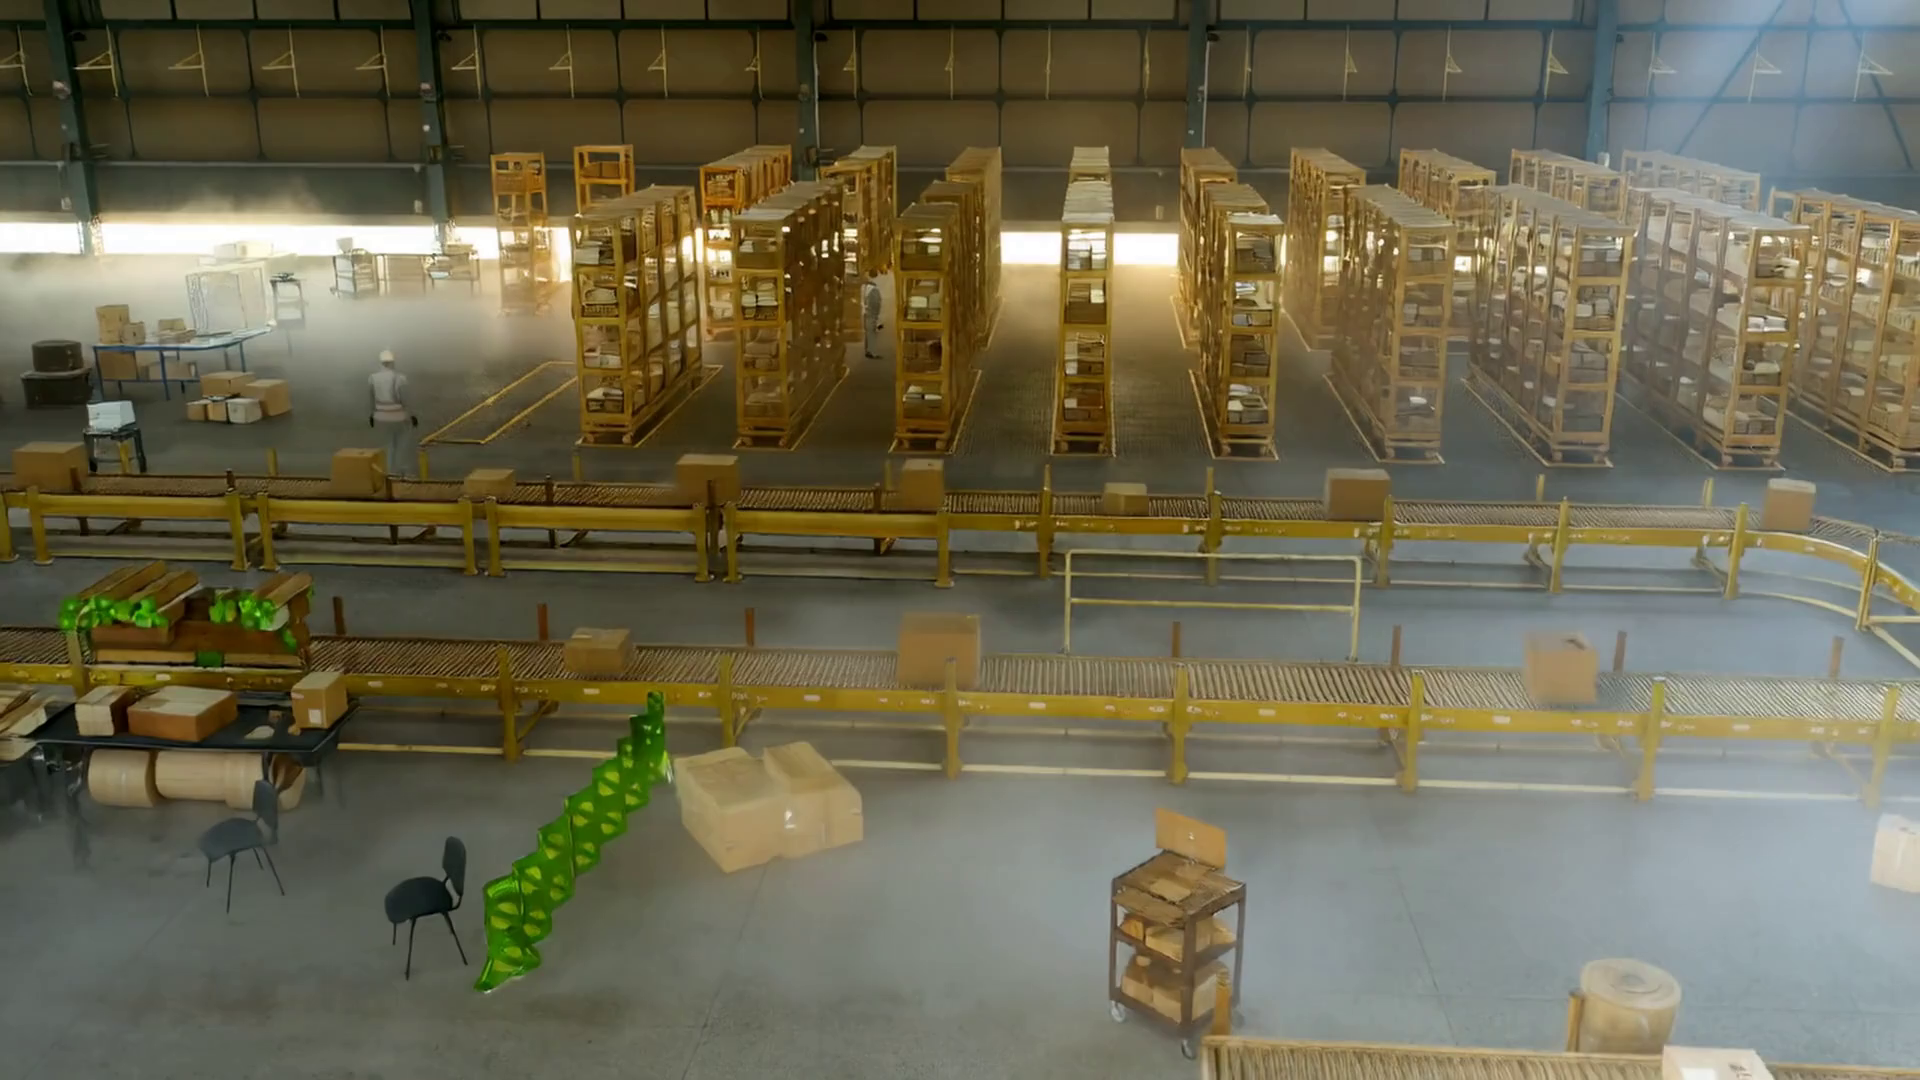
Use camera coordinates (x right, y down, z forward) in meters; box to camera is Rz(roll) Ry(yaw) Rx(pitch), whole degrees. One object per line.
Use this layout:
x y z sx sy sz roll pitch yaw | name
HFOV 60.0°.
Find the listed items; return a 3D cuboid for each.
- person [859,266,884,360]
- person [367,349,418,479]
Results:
-1.748 -4.460 32.714 0.404 1.833 0.590 -11 21 -31 | person
-8.232 -1.815 24.174 0.638 1.922 0.632 5 18 14 | person
